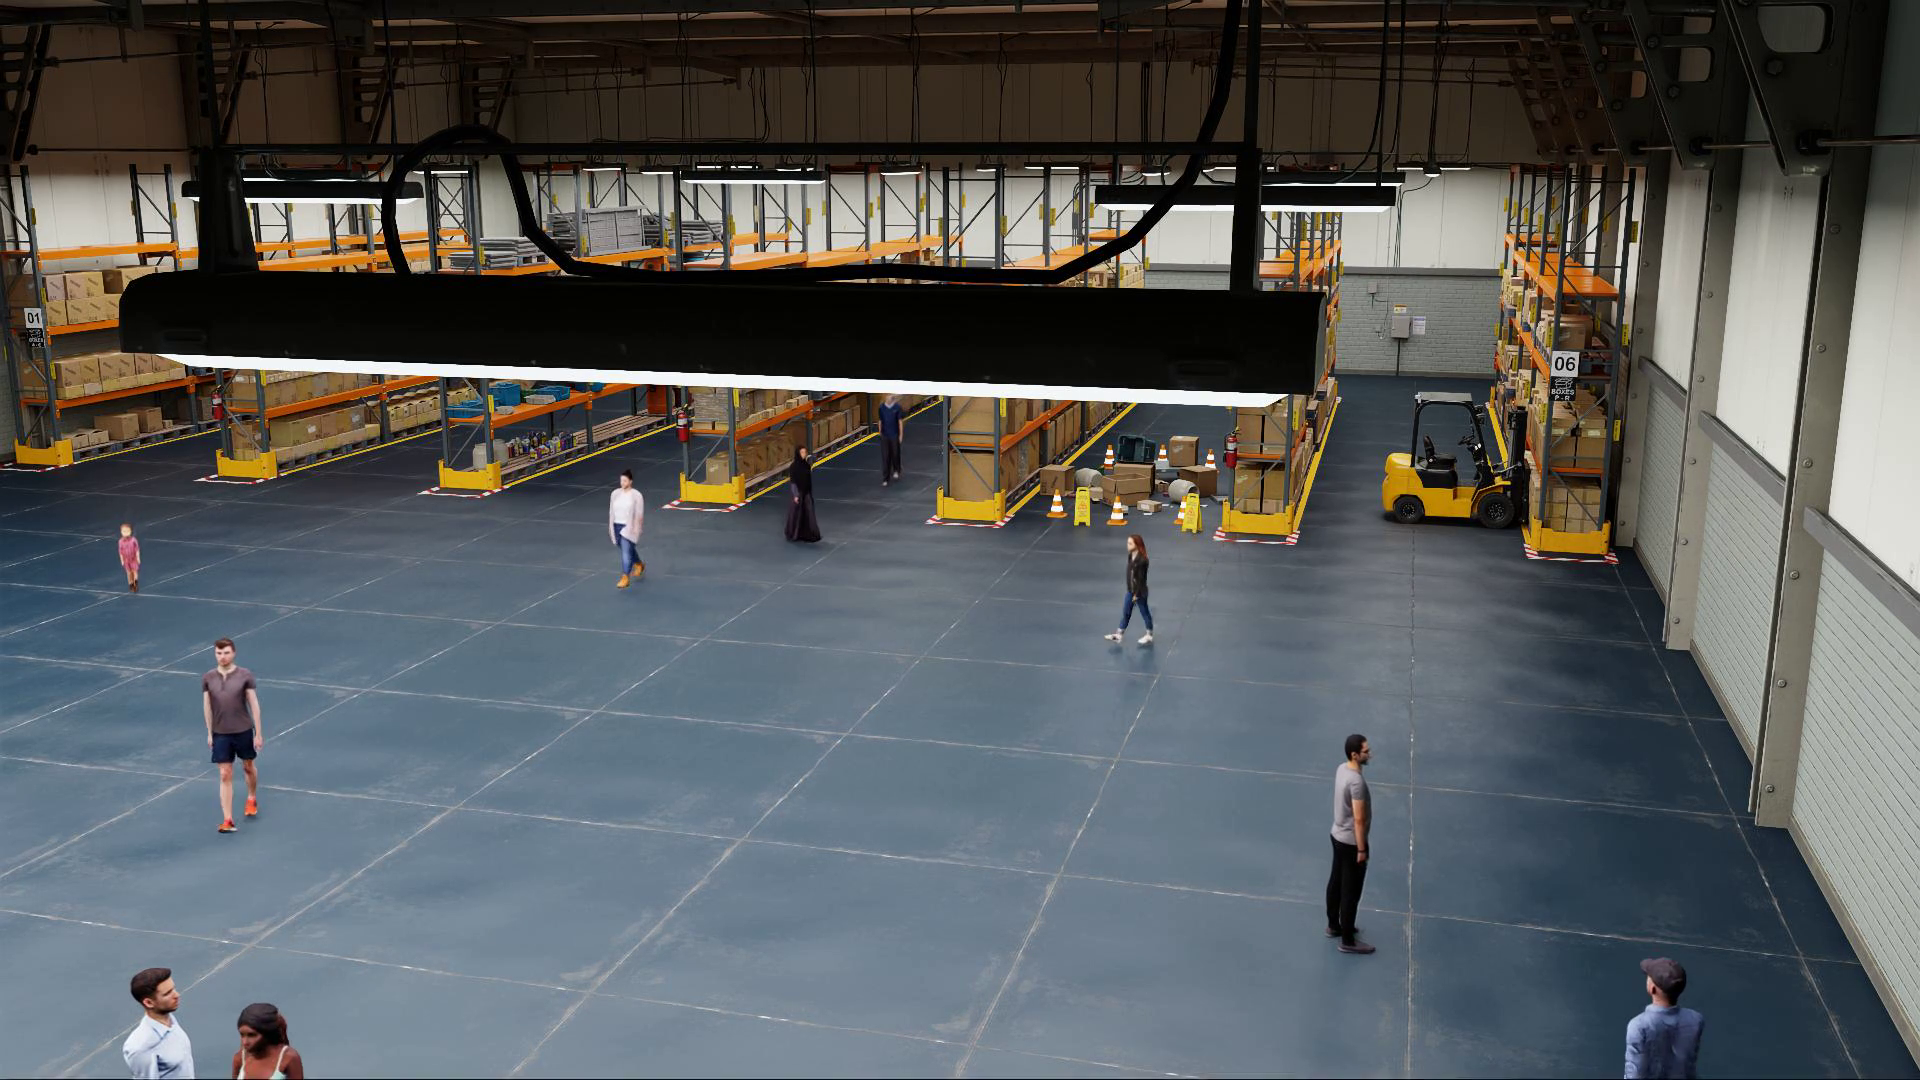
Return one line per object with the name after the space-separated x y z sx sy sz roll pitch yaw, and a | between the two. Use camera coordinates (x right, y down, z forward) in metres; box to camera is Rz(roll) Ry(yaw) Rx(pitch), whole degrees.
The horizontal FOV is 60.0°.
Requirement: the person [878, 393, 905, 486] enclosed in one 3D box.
-1.326 -1.989 31.953 0.789 1.839 1.183 1 13 5 | person

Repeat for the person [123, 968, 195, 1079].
-4.418 3.249 9.313 0.799 1.848 0.689 -2 13 -9 | person

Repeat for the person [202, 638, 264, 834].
-6.802 1.804 15.657 1.014 1.801 1.267 -2 13 -10 | person

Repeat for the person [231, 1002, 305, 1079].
-3.773 3.323 9.324 0.537 1.698 0.948 4 14 15 | person

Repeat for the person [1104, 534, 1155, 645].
2.358 0.650 21.422 0.950 1.449 0.903 -7 15 -28 | person

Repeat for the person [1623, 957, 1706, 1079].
3.951 3.257 9.290 0.914 1.844 1.246 -1 13 -6 | person

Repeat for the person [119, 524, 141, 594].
-11.993 0.265 24.079 0.693 1.000 0.781 -6 14 -24 | person

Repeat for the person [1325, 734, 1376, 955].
3.100 2.387 13.247 0.760 1.753 0.620 -2 13 -7 | person

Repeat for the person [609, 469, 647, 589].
-4.860 -0.194 24.486 0.807 1.711 1.169 6 14 24 | person

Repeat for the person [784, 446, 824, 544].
-2.647 -0.752 27.130 1.114 1.606 1.095 -10 16 -36 | person
